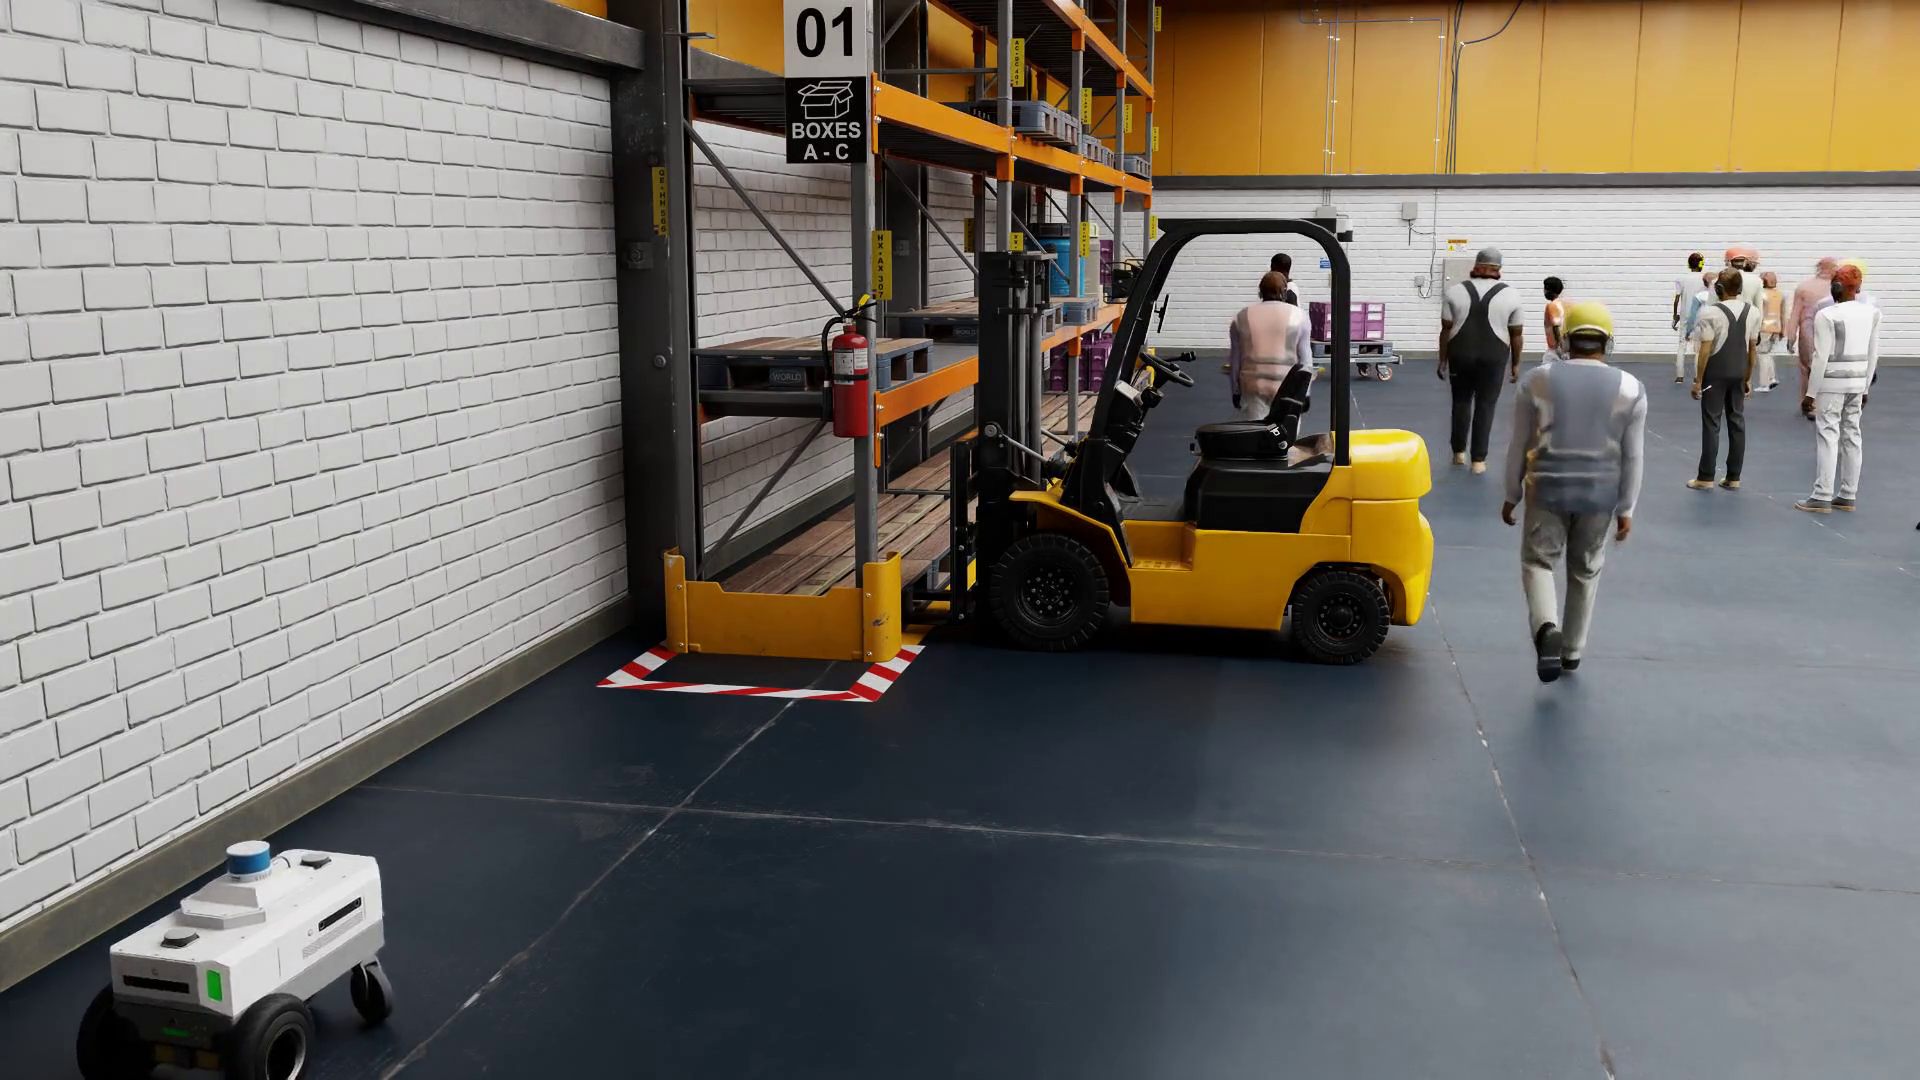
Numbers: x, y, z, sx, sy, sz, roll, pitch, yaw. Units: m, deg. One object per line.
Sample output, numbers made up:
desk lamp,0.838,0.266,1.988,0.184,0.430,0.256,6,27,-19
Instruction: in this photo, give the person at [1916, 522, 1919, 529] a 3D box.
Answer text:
person,7.128,-1.009,11.757,0.543,1.939,0.362,7,12,33

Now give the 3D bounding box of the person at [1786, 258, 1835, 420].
person,9.901,-2.313,19.179,0.656,1.837,0.978,6,12,29

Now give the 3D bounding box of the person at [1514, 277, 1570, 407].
person,6.975,-2.239,19.337,0.907,1.622,0.563,10,14,42

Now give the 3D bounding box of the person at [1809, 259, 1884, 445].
person,8.382,-1.709,15.770,0.604,1.875,1.017,7,13,35

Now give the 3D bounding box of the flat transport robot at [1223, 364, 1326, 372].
flat transport robot,4.829,-2.693,25.562,1.431,0.197,0.652,-2,11,-11

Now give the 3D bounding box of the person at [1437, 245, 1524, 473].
person,4.694,-1.643,14.953,0.713,2.000,0.755,5,11,24

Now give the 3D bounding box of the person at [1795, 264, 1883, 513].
person,6.672,-1.142,12.636,0.572,1.884,0.356,-3,11,-17

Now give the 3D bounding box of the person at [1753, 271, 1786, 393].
person,10.864,-2.795,22.410,0.530,1.622,0.405,-4,11,-22

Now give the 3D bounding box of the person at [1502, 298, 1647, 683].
person,2.843,-0.206,7.717,0.607,1.808,0.688,3,11,14

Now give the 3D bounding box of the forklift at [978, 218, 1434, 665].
forklift,1.285,-0.567,8.635,2.313,2.155,1.214,2,11,11

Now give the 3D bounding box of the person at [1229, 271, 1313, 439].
person,2.422,-1.168,12.934,0.660,1.823,0.596,4,11,19

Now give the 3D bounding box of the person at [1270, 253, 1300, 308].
person,3.470,-2.100,17.799,0.397,1.917,0.590,0,10,-2

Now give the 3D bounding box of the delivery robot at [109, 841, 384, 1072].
delivery robot,-1.794,1.009,4.232,0.477,0.478,0.707,3,11,14

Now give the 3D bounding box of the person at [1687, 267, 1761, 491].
person,6.290,-1.319,13.712,0.506,1.847,0.346,-1,10,-6

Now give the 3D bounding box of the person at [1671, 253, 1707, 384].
person,10.449,-3.158,23.764,0.521,1.859,0.336,6,12,30

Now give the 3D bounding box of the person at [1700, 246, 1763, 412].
person,9.251,-2.536,20.016,0.652,1.971,0.760,2,10,10

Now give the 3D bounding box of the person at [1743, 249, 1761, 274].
person,10.892,-3.083,23.192,0.410,1.914,0.554,10,14,44

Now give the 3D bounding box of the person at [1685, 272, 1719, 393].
person,9.994,-2.780,22.322,0.547,1.612,0.650,-1,10,-4
